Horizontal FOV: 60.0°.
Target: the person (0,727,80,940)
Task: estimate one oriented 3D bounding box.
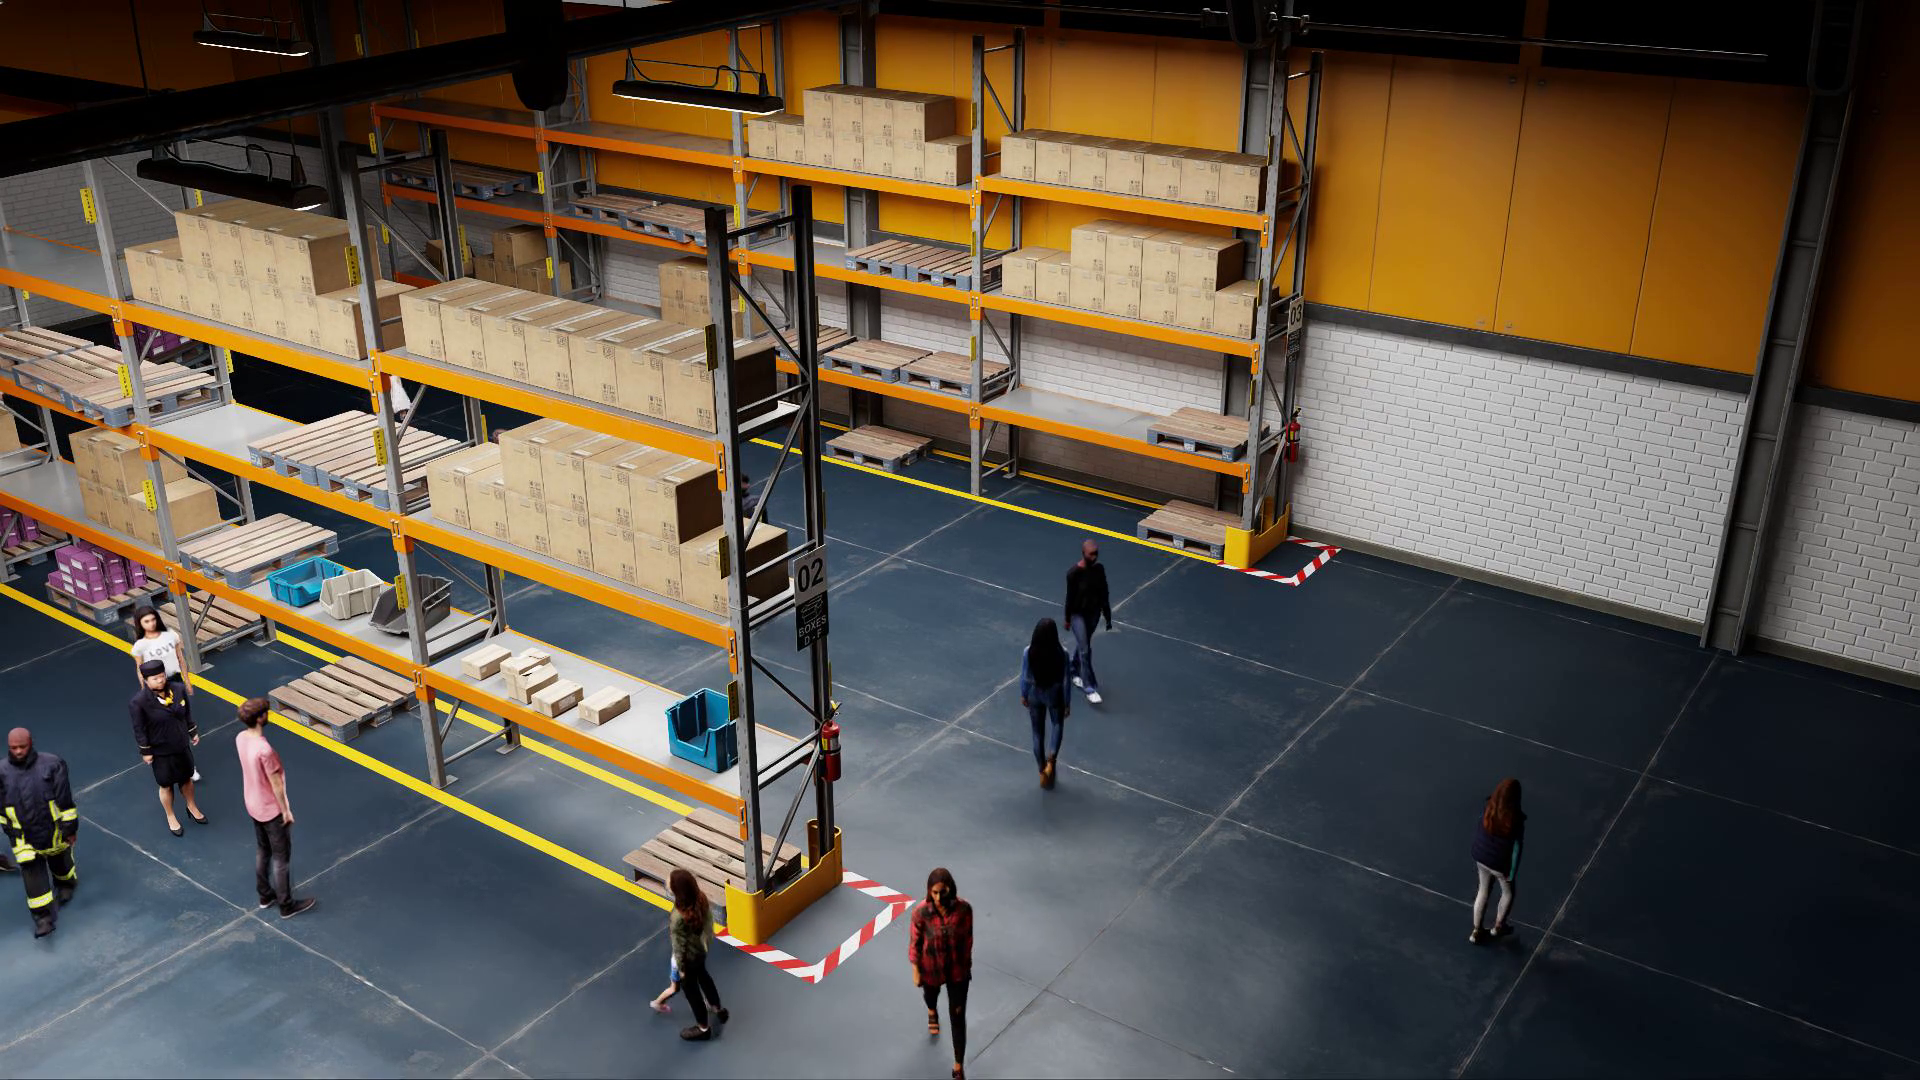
[{"bbox_3d":[-7.542,2.289,13.661,1.151,1.766,1.332,-9,25,-20],"label":"person"}]

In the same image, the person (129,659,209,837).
[{"bbox_3d":[-7.053,1.829,14.833,0.616,1.671,0.687,17,29,34],"label":"person"}]

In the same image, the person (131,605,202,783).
[{"bbox_3d":[-7.520,1.411,15.686,1.057,1.753,0.647,19,30,36],"label":"person"}]

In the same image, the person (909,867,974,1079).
[{"bbox_3d":[-0.146,3.046,12.071,1.110,1.653,1.135,-3,24,-6],"label":"person"}]

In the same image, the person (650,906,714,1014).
[{"bbox_3d":[-2.144,3.181,12.572,0.770,1.004,0.677,-2,24,-5],"label":"person"}]

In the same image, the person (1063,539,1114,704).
[{"bbox_3d":[1.244,0.759,17.220,0.881,1.718,1.076,-13,27,-28],"label":"person"}]

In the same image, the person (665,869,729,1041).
[{"bbox_3d":[-1.958,3.052,12.288,0.666,1.467,0.692,10,25,21],"label":"person"}]

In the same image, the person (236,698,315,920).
[{"bbox_3d":[-5.699,2.191,13.649,0.498,1.955,0.669,17,29,34],"label":"person"}]

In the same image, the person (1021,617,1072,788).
[{"bbox_3d":[0.794,1.542,15.448,0.698,1.703,0.798,2,24,5],"label":"person"}]

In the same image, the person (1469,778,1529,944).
[{"bbox_3d":[4.252,2.588,13.323,0.709,1.488,0.667,-19,30,-36],"label":"person"}]
